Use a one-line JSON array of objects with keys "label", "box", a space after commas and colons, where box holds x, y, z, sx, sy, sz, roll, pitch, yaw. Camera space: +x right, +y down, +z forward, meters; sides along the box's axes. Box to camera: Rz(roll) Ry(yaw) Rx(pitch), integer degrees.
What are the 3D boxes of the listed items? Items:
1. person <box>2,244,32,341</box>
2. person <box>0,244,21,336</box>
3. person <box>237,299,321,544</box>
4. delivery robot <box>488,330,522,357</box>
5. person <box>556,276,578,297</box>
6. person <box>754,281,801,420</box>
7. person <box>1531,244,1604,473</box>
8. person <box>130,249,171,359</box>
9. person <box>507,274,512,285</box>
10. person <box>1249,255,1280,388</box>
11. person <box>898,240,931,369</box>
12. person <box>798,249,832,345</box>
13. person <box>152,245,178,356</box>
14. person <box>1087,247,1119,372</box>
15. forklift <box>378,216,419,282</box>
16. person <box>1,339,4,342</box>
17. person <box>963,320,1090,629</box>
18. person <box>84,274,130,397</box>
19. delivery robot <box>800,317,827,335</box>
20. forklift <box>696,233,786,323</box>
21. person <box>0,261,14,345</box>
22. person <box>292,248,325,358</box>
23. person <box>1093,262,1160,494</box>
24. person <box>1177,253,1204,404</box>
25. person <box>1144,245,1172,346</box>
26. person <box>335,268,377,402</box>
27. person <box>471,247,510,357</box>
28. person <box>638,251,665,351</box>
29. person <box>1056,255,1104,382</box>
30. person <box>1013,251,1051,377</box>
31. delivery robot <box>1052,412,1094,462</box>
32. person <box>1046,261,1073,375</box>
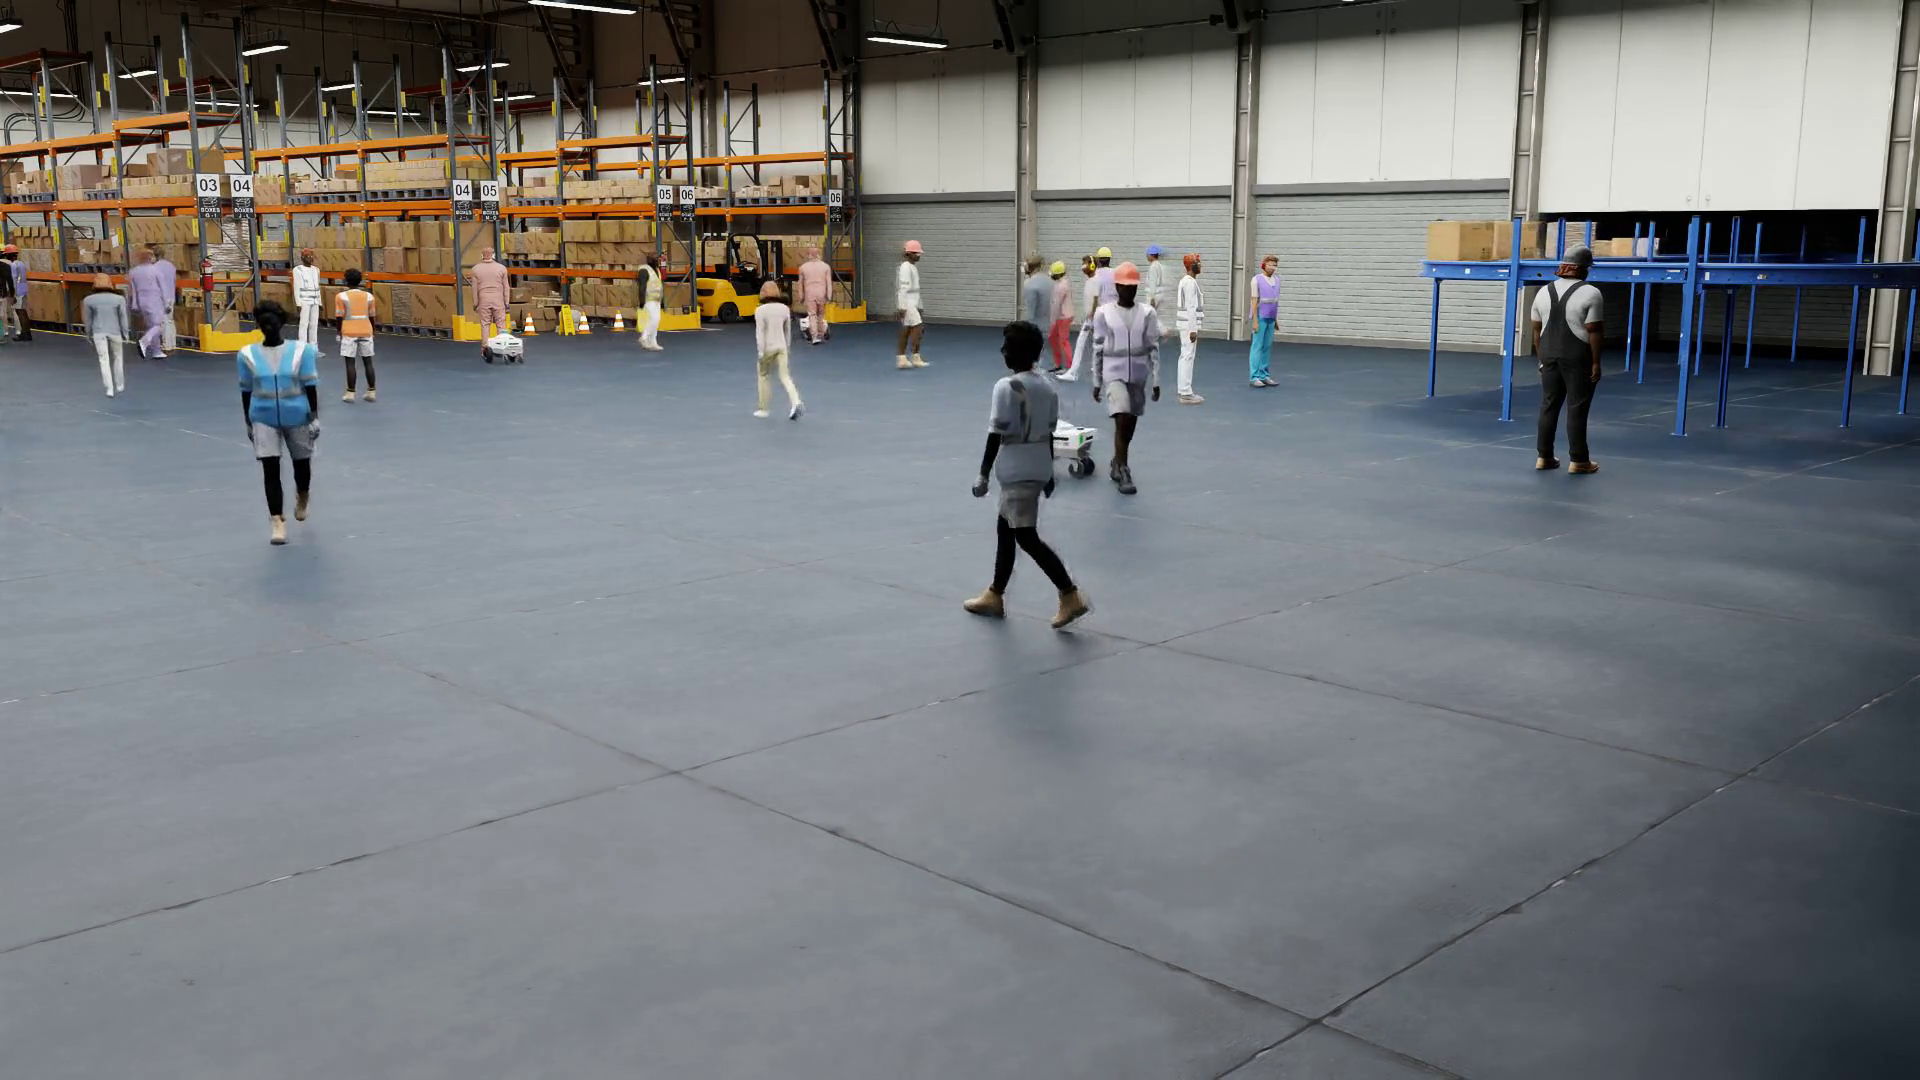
[{"label": "person", "box": [-19.008, -4.981, 33.512, 0.383, 1.930, 0.540, -2, 11, -10]}, {"label": "person", "box": [-20.130, -5.268, 35.063, 0.384, 1.924, 0.594, 10, 14, 44]}, {"label": "person", "box": [-4.758, -0.853, 11.662, 0.537, 1.675, 0.677, -3, 11, -17]}, {"label": "delivery robot", "box": [-7.578, -3.254, 27.687, 0.477, 0.478, 0.707, -8, 13, -39]}, {"label": "person", "box": [-10.156, -6.691, 43.055, 0.619, 1.845, 0.430, -9, 14, -40]}, {"label": "person", "box": [-2.114, -2.189, 19.180, 0.503, 1.598, 0.801, -8, 13, -38]}, {"label": "person", "box": [5.523, -1.623, 14.992, 0.539, 2.000, 0.689, -7, 13, -35]}, {"label": "person", "box": [-13.845, -4.018, 28.364, 0.644, 1.880, 0.746, 4, 11, 19]}, {"label": "person", "box": [-13.102, -7.652, 48.120, 0.491, 1.912, 0.551, 3, 11, 15]}, {"label": "person", "box": [4.273, -3.077, 23.360, 0.563, 1.837, 0.395, -10, 14, -43]}, {"label": "person", "box": [-0.682, -3.724, 26.377, 0.720, 2.020, 0.647, 2, 11, 9]}, {"label": "person", "box": [-2.824, -4.750, 32.496, 0.660, 1.849, 0.953, -1, 10, -5]}, {"label": "person", "box": [-14.083, -4.227, 29.372, 0.405, 1.937, 0.630, 1, 10, 5]}, {"label": "person", "box": [2.236, -3.564, 25.782, 0.590, 1.923, 0.383, -3, 11, -15]}, {"label": "forklift", "box": [-17.868, -9.201, 54.028, 1.873, 2.768, 1.129, -10, 14, -44]}, {"label": "person", "box": [-18.943, -4.694, 32.382, 0.320, 1.765, 0.533, 9, 14, 42]}, {"label": "person", "box": [0.376, -0.361, 9.030, 0.826, 1.662, 0.533, 6, 12, 28]}, {"label": "person", "box": [-11.299, -2.717, 22.041, 0.523, 1.585, 0.825, -5, 12, -25]}, {"label": "delivery robot", "box": [-2.998, -4.420, 34.046, 0.477, 0.478, 0.707, -6, 12, -28]}, {"label": "forklift", "box": [-5.496, -6.489, 41.108, 2.313, 2.155, 1.214, -10, 14, -44]}, {"label": "person", "box": [-18.852, -4.813, 32.530, 0.625, 1.957, 0.842, -7, 12, -32]}, {"label": "person", "box": [-11.282, -4.101, 28.819, 0.337, 1.882, 0.583, 4, 11, 22]}, {"label": "person", "box": [1.390, -1.391, 14.021, 0.558, 1.905, 0.937, -1, 10, -8]}, {"label": "person", "box": [2.929, -2.693, 21.138, 0.345, 1.883, 0.584, 0, 10, 0]}, {"label": "person", "box": [3.647, -4.529, 31.006, 0.501, 1.935, 0.635, 2, 11, 12]}, {"label": "person", "box": [-7.724, -2.619, 21.268, 0.317, 1.692, 0.540, 10, 14, 43]}, {"label": "person", "box": [-8.161, -4.136, 28.962, 0.639, 1.903, 0.407, -2, 11, -13]}, {"label": "person", "box": [-5.647, -4.386, 30.533, 0.449, 1.821, 0.651, 3, 11, 15]}, {"label": "person", "box": [1.912, -3.200, 24.091, 0.969, 1.824, 0.536, -4, 11, -20]}, {"label": "person", "box": [0.848, -2.398, 19.414, 0.440, 1.927, 0.653, 4, 11, 20]}, {"label": "delivery robot", "box": [0.831, -0.899, 14.847, 0.707, 0.478, 0.477, 5, 11, 24]}, {"label": "person", "box": [1.514, -3.353, 25.209, 0.493, 1.716, 0.603, 0, 10, -2]}]
